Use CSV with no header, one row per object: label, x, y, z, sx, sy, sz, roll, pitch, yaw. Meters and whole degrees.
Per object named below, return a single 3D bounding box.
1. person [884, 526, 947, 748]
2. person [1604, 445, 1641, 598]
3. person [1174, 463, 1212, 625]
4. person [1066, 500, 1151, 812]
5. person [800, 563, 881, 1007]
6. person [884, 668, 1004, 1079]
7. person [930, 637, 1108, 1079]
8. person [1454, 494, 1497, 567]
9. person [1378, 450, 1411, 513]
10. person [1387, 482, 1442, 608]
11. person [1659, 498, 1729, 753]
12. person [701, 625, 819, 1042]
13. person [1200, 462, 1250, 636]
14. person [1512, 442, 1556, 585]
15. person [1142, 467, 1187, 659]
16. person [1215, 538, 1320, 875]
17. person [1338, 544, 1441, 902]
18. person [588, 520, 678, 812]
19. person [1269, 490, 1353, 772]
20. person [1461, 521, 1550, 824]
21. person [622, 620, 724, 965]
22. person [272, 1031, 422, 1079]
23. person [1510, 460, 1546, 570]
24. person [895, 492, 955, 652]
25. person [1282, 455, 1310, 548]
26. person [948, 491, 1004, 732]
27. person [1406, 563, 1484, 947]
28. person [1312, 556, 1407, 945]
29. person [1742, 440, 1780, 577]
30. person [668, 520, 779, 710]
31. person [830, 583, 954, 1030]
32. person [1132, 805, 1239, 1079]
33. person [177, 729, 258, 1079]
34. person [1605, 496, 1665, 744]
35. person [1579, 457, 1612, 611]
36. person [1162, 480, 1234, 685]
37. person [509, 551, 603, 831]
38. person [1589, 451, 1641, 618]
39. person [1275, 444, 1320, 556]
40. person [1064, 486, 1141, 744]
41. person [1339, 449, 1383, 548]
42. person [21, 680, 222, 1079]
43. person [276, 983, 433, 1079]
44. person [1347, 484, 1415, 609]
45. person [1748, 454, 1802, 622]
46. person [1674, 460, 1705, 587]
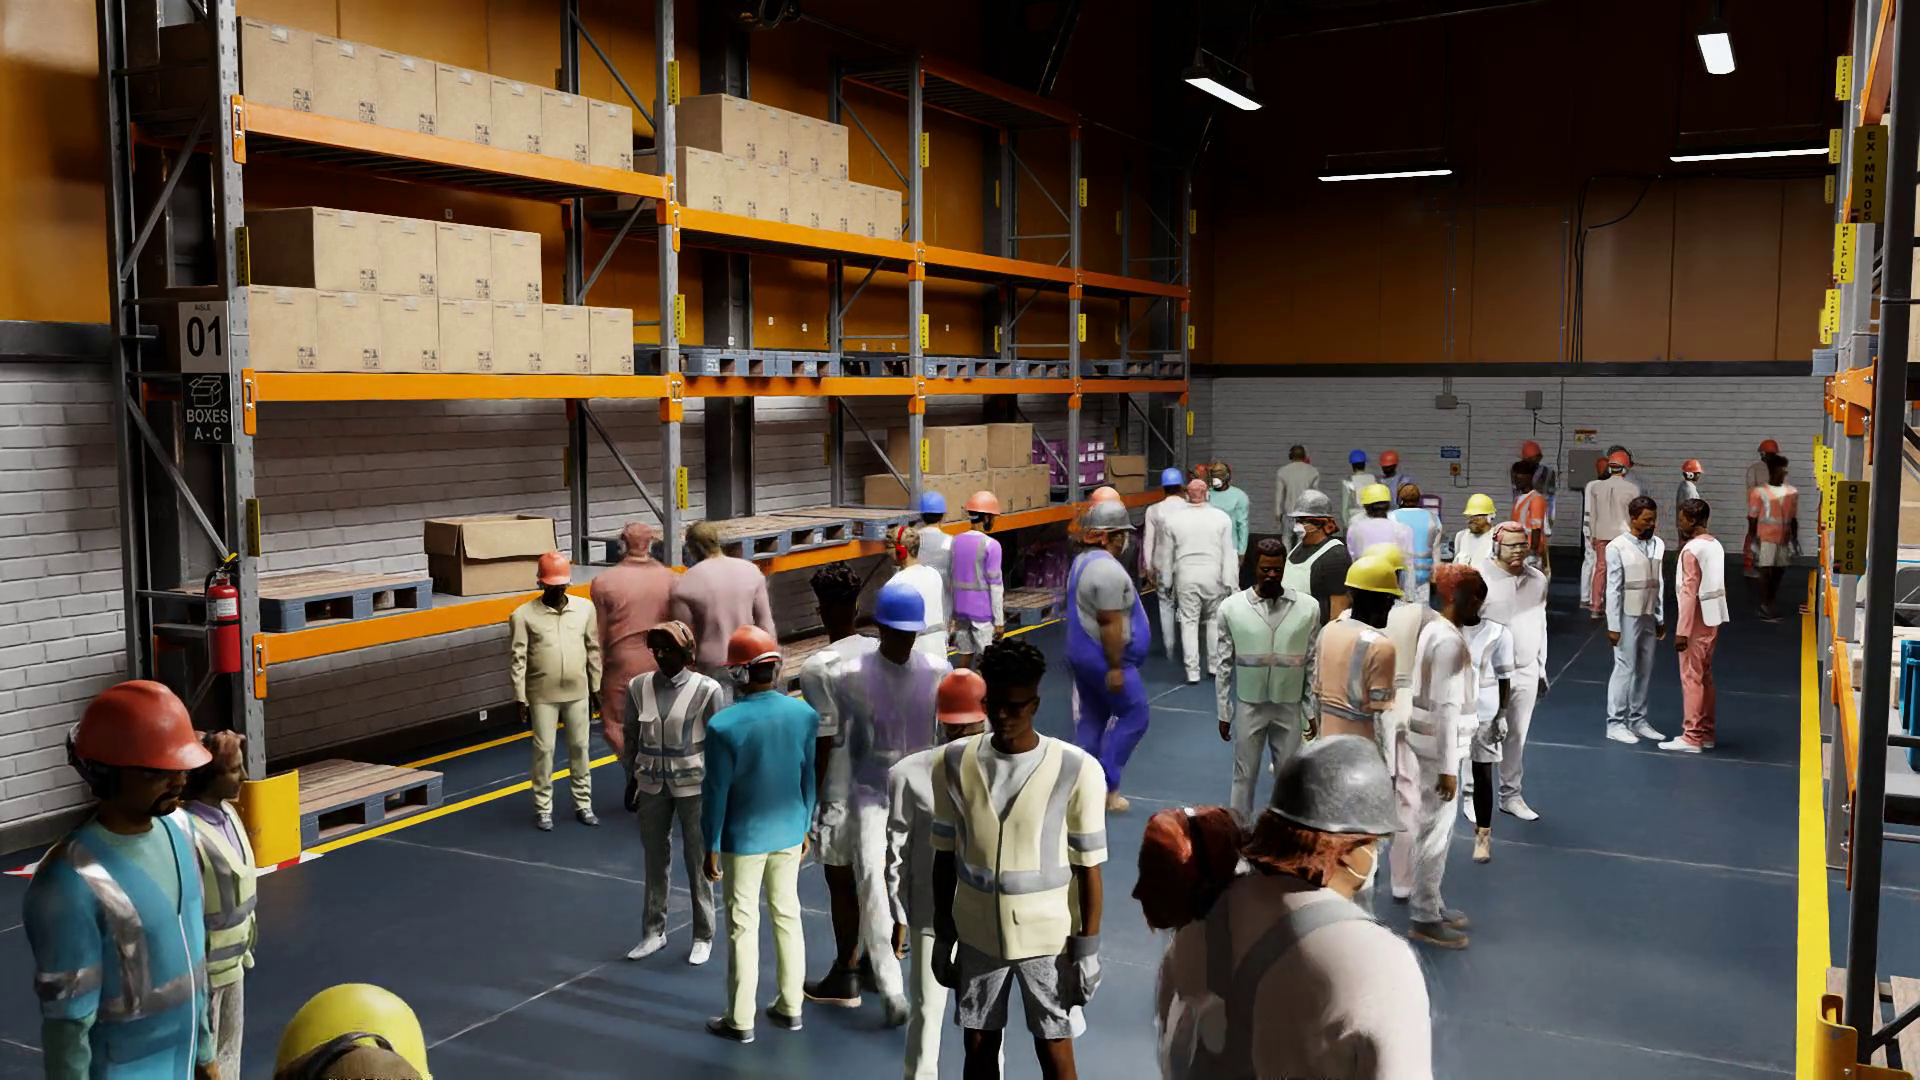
person,-0.298,0.825,10.896,0.407,1.835,0.568,3,6,32
person,8.337,-0.222,21.066,0.540,2.000,0.688,1,5,13
person,2.683,0.060,18.939,0.771,1.861,0.589,-2,6,-20
person,0.953,0.743,10.683,0.536,2.000,0.712,-1,5,-14
person,-0.508,1.084,7.427,0.374,1.963,0.608,4,6,34
person,0.010,1.323,5.956,0.564,1.753,0.336,-1,5,-6
person,0.180,1.276,5.417,0.604,1.957,0.387,2,6,20
person,4.512,0.506,14.417,0.405,1.824,0.593,-4,7,-36
person,5.716,-0.234,21.990,0.584,1.904,0.575,-3,6,-33
person,4.224,0.371,15.734,0.626,1.847,0.429,0,5,-4
person,5.550,0.641,12.506,0.405,1.909,0.597,5,7,40
person,-0.861,1.229,7.047,0.567,1.741,0.353,-5,7,-42
person,2.845,0.110,18.107,0.628,1.932,0.371,3,6,32
person,7.984,-0.378,23.172,0.600,1.989,1.028,1,5,14
person,2.139,0.242,16.631,0.638,1.933,0.448,0,5,-1
person,1.727,0.933,9.366,0.584,1.911,0.390,0,5,-1
person,2.358,0.963,9.120,0.629,1.880,0.886,1,5,10
person,-2.057,0.820,10.646,0.661,1.891,0.597,-4,6,-34
person,2.398,0.666,11.509,0.536,2.000,0.676,-2,6,-16
person,3.436,0.830,10.459,0.644,1.907,0.400,-2,6,-17
person,-1.365,1.196,7.942,0.522,1.640,0.306,1,5,14
person,-0.814,1.587,2.210,0.365,1.931,0.631,3,6,27
person,6.092,0.111,17.921,0.367,1.957,0.604,0,5,0
person,-0.195,0.563,13.422,0.623,1.888,1.044,3,6,26
person,5.131,-0.431,25.074,0.577,1.716,0.870,3,6,30
person,0.154,0.578,13.094,0.388,1.925,0.549,-5,7,-43
person,2.409,1.054,8.279,0.365,1.869,0.625,1,5,10
person,1.960,1.037,8.153,0.388,1.920,0.590,-2,6,-20
person,11.510,-0.446,23.812,0.609,1.986,0.412,-2,6,-24
person,-1.486,0.825,10.565,0.677,1.898,0.599,-3,6,-29
person,-0.269,1.129,7.257,0.609,1.894,0.951,-2,6,-24
person,0.672,1.491,3.715,0.707,1.854,0.598,1,5,10
person,-2.469,1.432,5.470,0.314,1.631,0.518,-1,5,-7
person,5.203,0.609,12.848,0.598,1.908,0.402,-3,6,-32
person,7.791,-0.069,20.302,0.342,1.878,0.582,-1,5,-8
person,2.221,0.382,15.479,0.671,1.866,0.845,1,5,13
person,-2.489,0.929,10.300,0.576,1.737,0.355,-3,6,-30
person,7.686,-0.047,19.506,0.408,1.984,0.615,-5,7,-44
person,4.802,-0.408,23.672,0.646,1.922,0.530,1,5,9
person,1.093,0.586,12.611,0.623,1.992,0.396,-2,6,-17
person,5.246,-0.215,21.637,0.615,1.927,0.636,-1,5,-6
person,-2.059,1.355,4.196,0.419,2.032,0.605,0,5,2
person,-0.869,1.601,2.351,0.608,1.870,0.638,-1,5,-6
person,3.721,0.450,14.688,0.586,1.890,0.873,1,5,6
person,9.514,-0.025,19.427,0.622,1.971,0.424,-1,5,-11
person,9.828,-0.205,22.407,0.329,1.752,0.563,1,5,12
